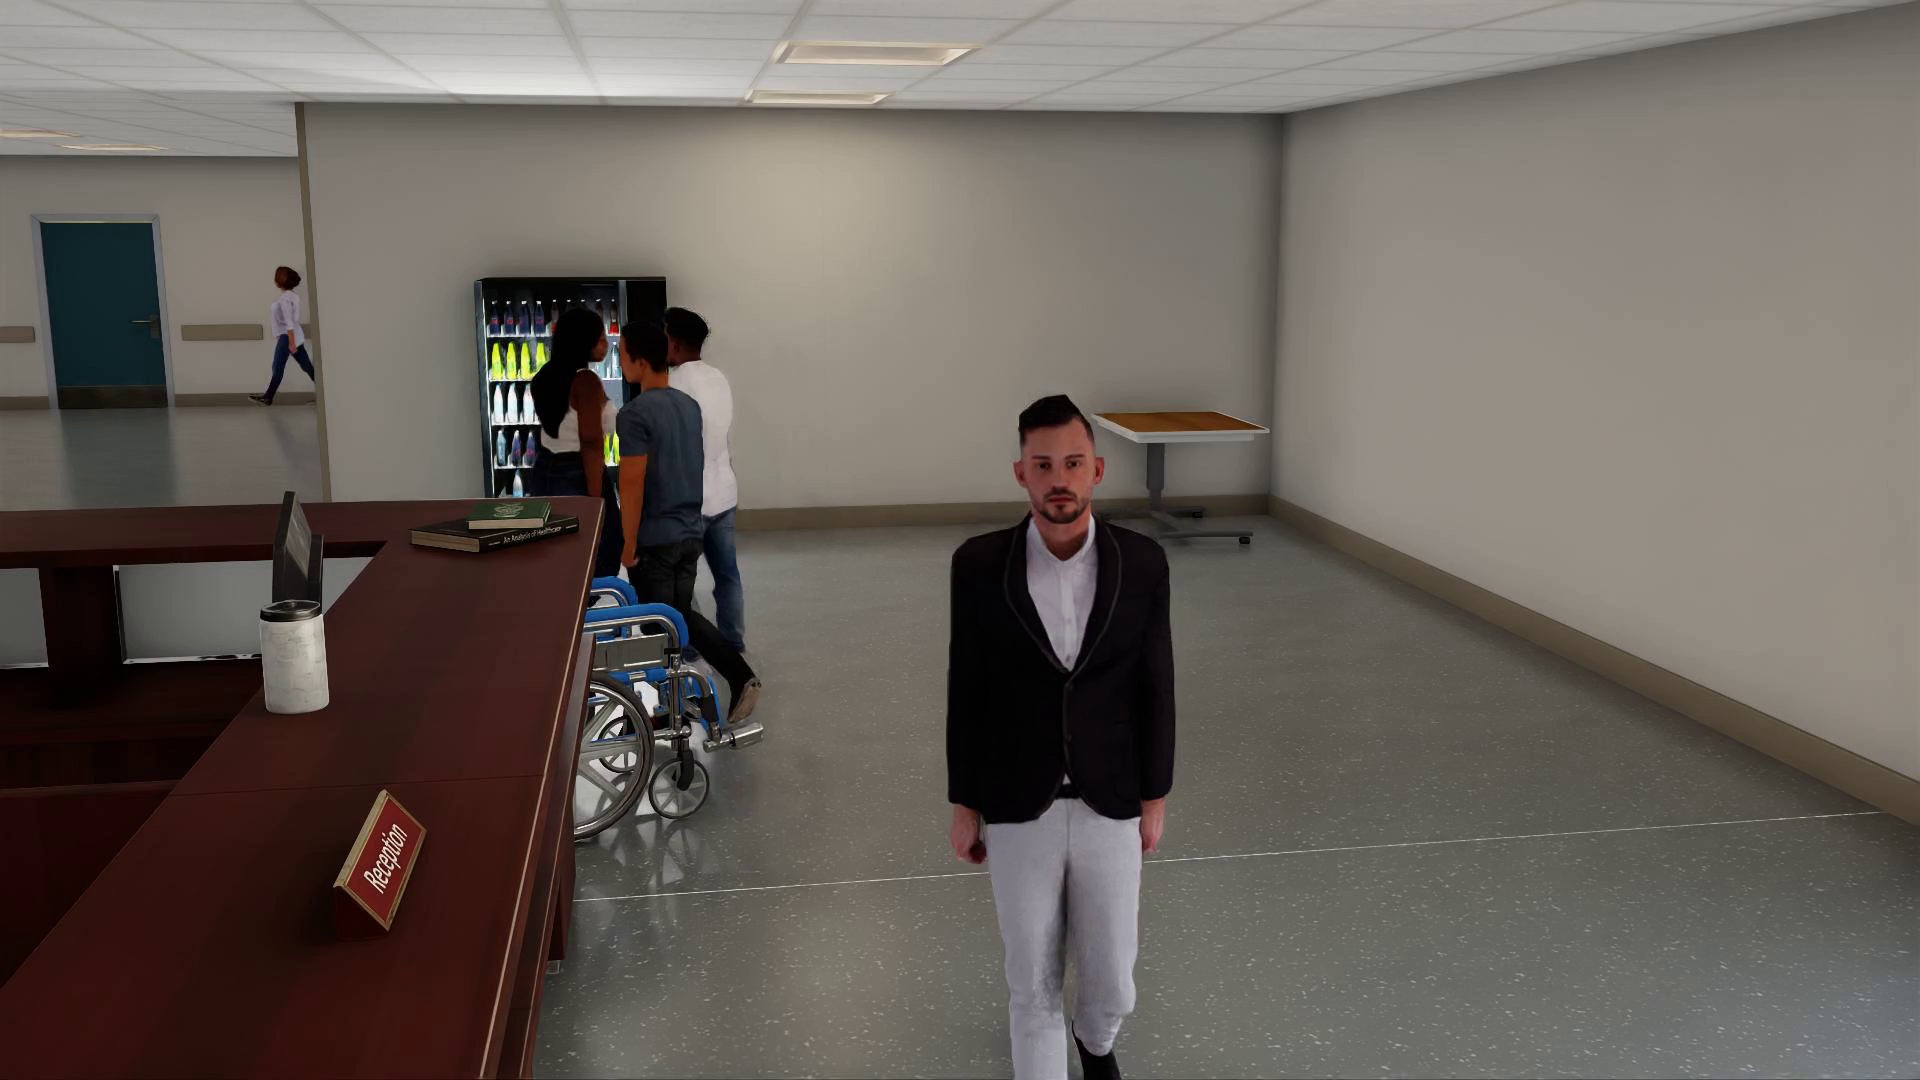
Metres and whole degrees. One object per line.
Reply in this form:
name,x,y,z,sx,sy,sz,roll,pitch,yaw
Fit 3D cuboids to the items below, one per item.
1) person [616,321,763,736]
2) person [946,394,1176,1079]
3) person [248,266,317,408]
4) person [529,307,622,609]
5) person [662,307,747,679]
person,-1.161,0.001,6.931,1.001,1.785,0.907,5,12,27
person,0.224,0.581,3.754,0.805,1.831,0.816,1,11,3
person,-7.908,-2.402,19.912,1.139,1.667,0.701,-1,11,-7
person,-1.904,-0.204,7.995,0.939,1.791,0.981,7,13,31
person,-1.254,-0.224,8.070,0.783,1.803,0.747,6,13,31
